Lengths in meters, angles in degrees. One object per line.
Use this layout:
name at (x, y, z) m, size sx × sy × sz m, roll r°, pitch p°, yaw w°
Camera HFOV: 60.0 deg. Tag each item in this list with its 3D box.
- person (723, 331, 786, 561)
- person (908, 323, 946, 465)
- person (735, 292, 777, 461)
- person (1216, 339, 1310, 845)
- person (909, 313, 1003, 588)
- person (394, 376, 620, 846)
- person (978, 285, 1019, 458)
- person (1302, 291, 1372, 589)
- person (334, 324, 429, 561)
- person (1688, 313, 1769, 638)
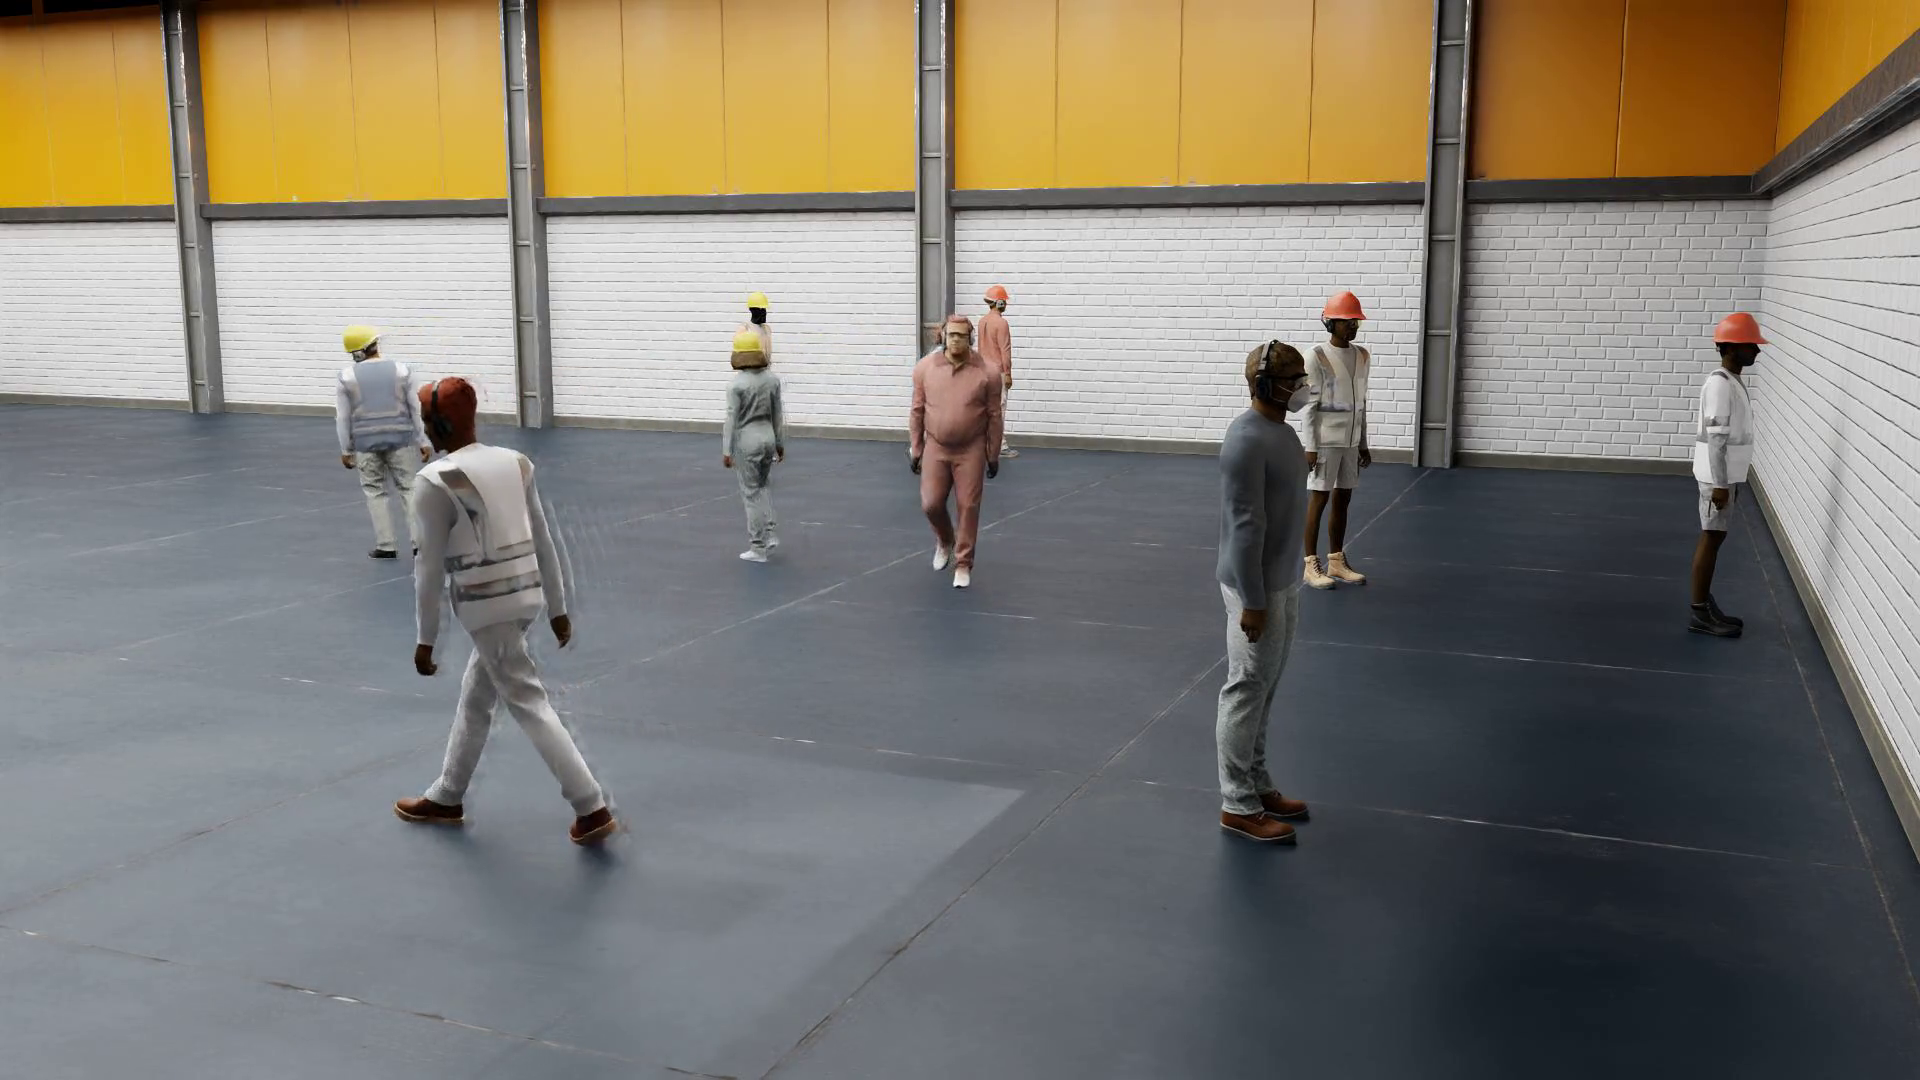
person at (-1.570, -0.701, 12.520) m, size 0.427 × 1.724 × 0.515 m, roll 9°, pitch 13°, yaw 44°
person at (-0.215, -1.537, 17.950) m, size 0.740 × 1.616 × 0.522 m, roll 3°, pitch 10°, yaw 18°
person at (-2.283, -1.821, 18.717) m, size 0.383 × 1.928 × 0.588 m, roll 5°, pitch 11°, yaw 27°
person at (1.194, 0.192, 6.491) m, size 0.372 × 1.940 × 0.632 m, roll 4°, pitch 10°, yaw 22°
person at (-0.025, -0.629, 11.585) m, size 0.663 × 1.894 × 0.517 m, roll 1°, pitch 9°, yaw 8°
person at (-1.749, 0.282, 6.375) m, size 1.053 × 1.813 × 0.585 m, roll 4°, pitch 10°, yaw 21°
person at (0.425, -1.955, 19.321) m, size 0.375 × 1.997 × 0.609 m, roll -6°, pitch 11°, yaw -30°
person at (2.616, -0.686, 11.492) m, size 0.607 × 2.044 × 0.379 m, roll -6°, pitch 11°, yaw -34°
person at (-4.318, -0.728, 12.546) m, size 0.724 × 1.793 × 0.406 m, roll -5°, pitch 11°, yaw -27°
person at (4.621, -0.393, 10.033) m, size 0.360 × 1.939 × 0.543 m, roll 5°, pitch 11°, yaw 29°
